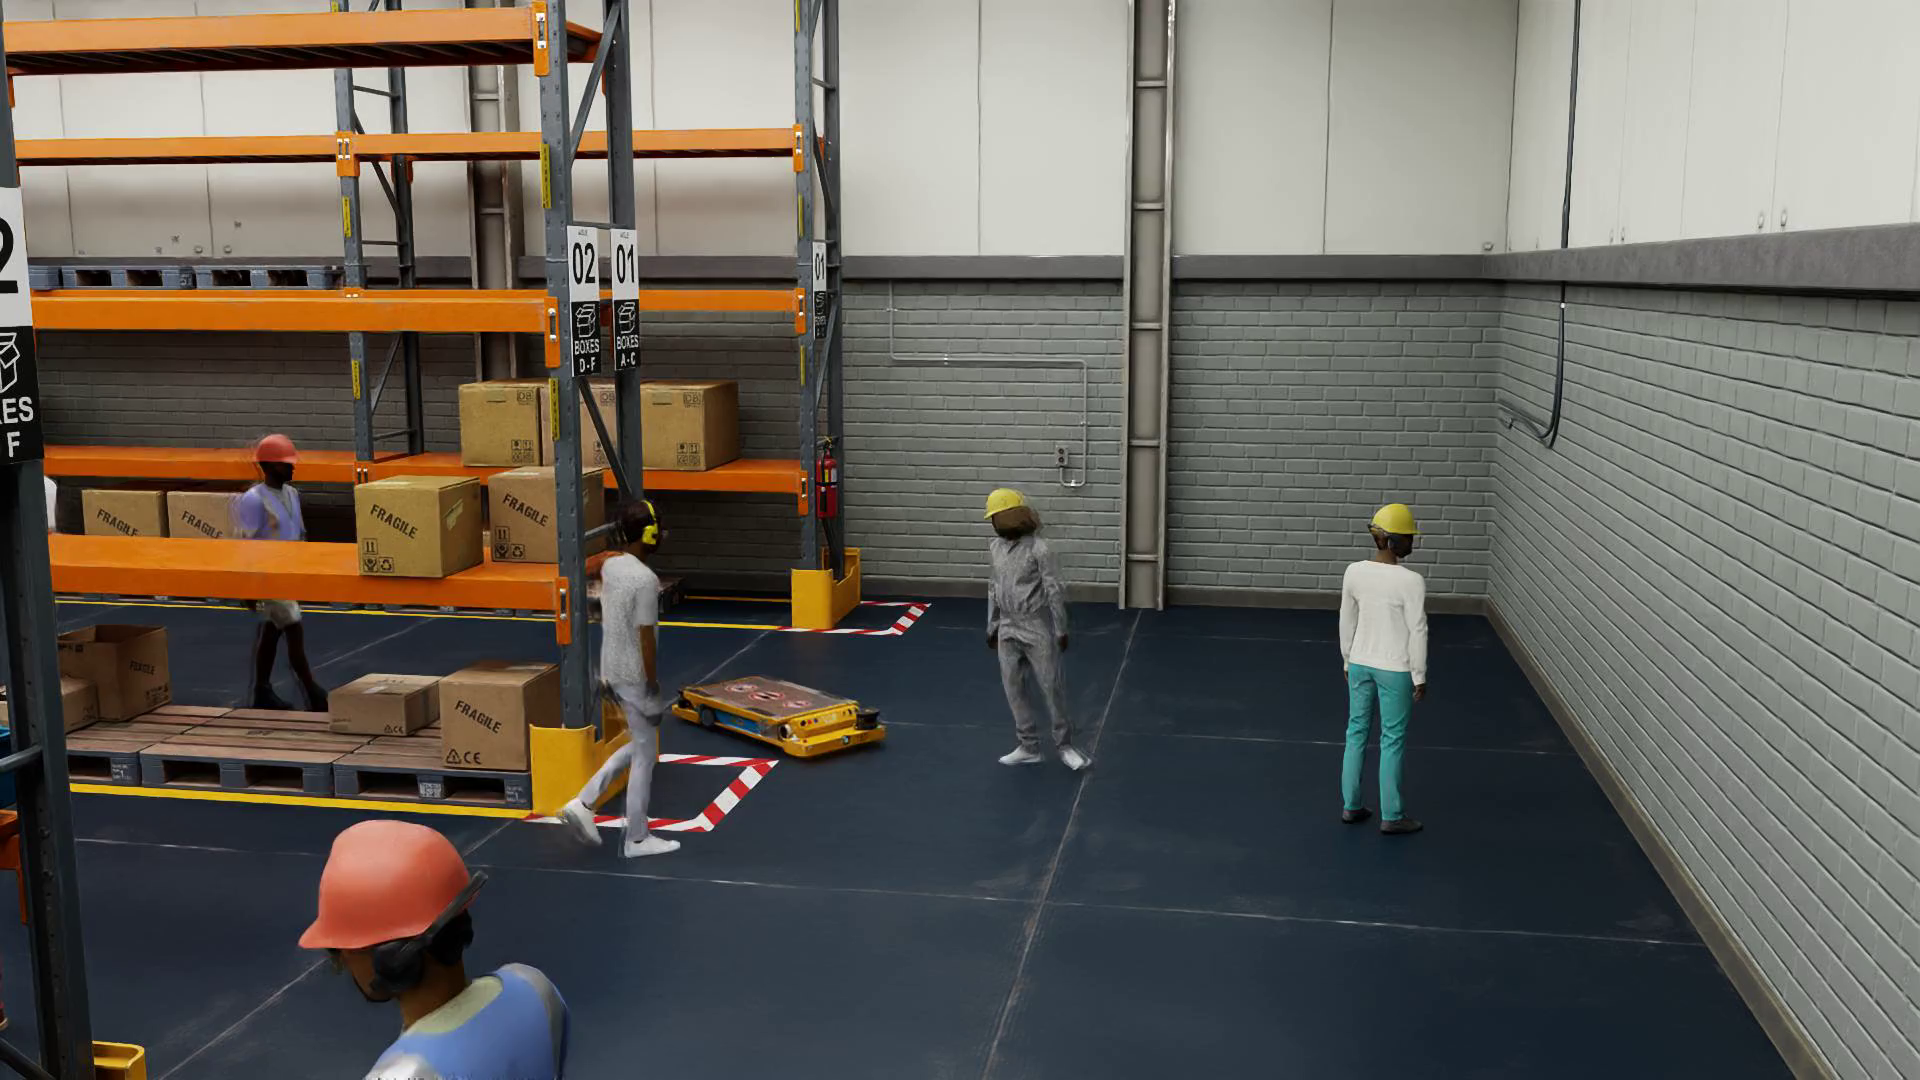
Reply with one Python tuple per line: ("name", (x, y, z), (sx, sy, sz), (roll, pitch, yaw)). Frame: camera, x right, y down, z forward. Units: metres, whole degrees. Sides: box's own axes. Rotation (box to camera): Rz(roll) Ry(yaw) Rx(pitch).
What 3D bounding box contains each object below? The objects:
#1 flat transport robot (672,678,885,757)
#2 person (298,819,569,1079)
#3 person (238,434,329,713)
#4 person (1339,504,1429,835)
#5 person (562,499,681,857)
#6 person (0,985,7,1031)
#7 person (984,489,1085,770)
("flat transport robot", (-1.199, 1.119, 10.818), (0.652, 0.197, 1.431), (-9, 13, -43))
("person", (-0.955, 1.491, 3.110), (0.437, 2.022, 0.618), (3, 10, 18))
("person", (-4.431, 0.251, 11.135), (0.874, 1.905, 0.570), (1, 9, 6))
("person", (2.275, 0.683, 8.906), (0.324, 1.765, 0.531), (-7, 12, -38))
("person", (-1.696, 0.721, 8.424), (0.527, 1.846, 0.558), (-6, 11, -33))
("person", (-3.992, 0.991, 6.327), (0.607, 1.987, 0.412), (0, 9, 3))
("person", (0.445, 0.542, 9.967), (0.664, 1.697, 0.419), (8, 12, 40))
